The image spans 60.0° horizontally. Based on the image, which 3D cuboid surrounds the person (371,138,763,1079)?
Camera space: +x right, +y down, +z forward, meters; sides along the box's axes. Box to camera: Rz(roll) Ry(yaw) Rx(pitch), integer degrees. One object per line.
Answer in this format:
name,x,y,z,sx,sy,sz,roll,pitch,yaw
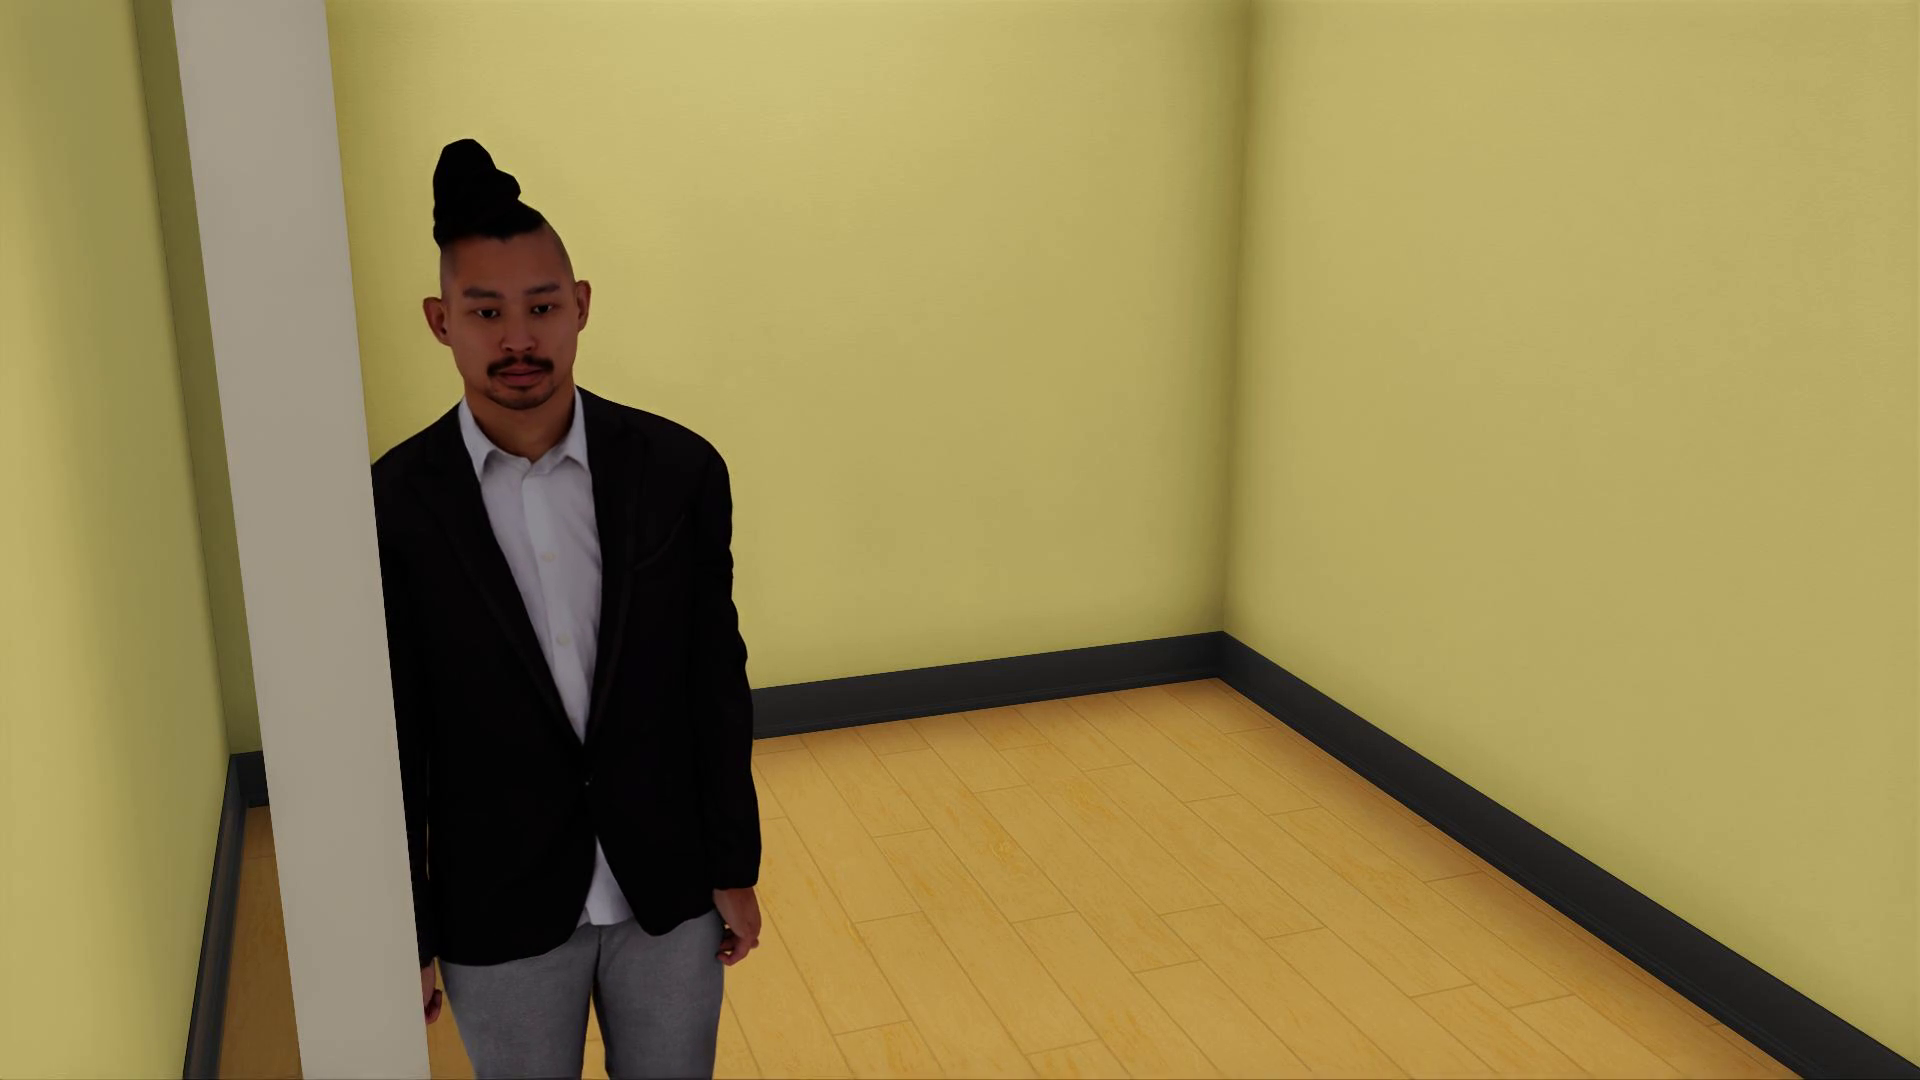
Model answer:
person,-0.552,0.432,2.344,0.543,1.952,0.772,-7,17,-22
